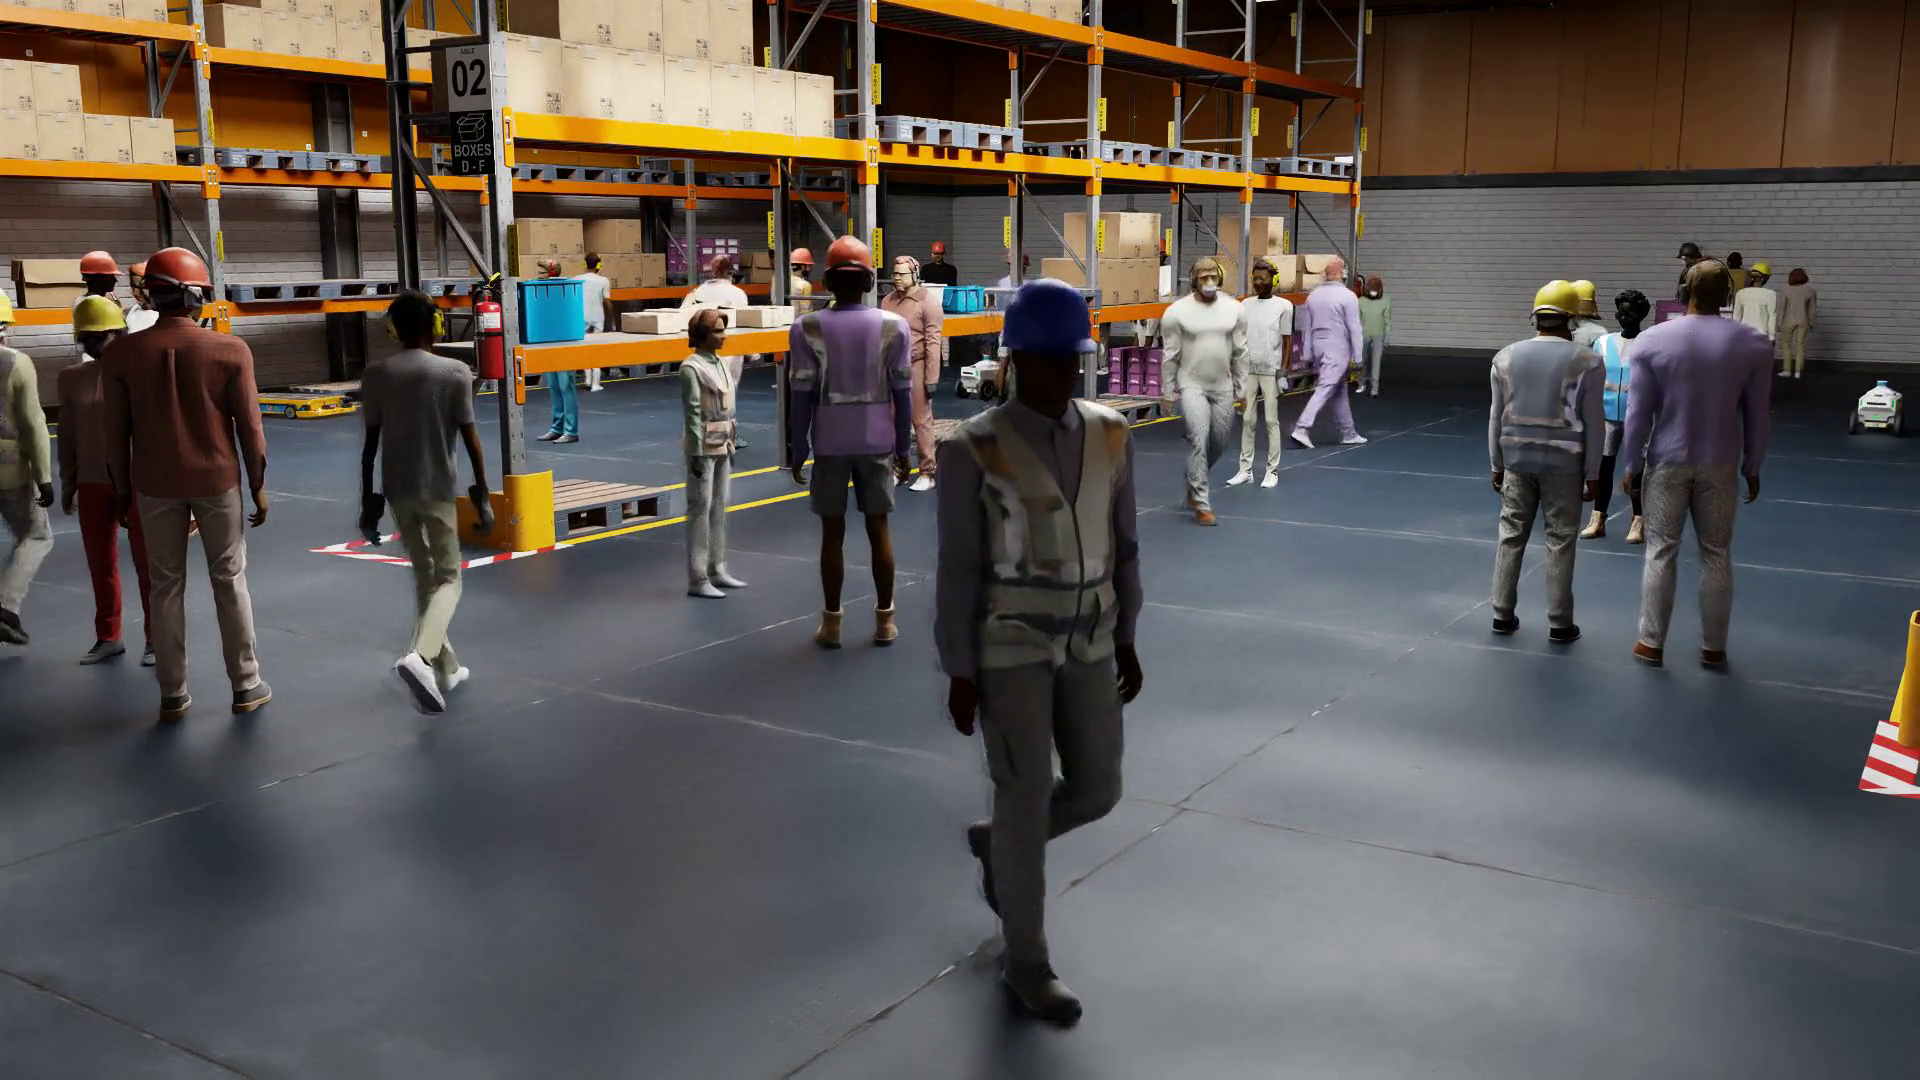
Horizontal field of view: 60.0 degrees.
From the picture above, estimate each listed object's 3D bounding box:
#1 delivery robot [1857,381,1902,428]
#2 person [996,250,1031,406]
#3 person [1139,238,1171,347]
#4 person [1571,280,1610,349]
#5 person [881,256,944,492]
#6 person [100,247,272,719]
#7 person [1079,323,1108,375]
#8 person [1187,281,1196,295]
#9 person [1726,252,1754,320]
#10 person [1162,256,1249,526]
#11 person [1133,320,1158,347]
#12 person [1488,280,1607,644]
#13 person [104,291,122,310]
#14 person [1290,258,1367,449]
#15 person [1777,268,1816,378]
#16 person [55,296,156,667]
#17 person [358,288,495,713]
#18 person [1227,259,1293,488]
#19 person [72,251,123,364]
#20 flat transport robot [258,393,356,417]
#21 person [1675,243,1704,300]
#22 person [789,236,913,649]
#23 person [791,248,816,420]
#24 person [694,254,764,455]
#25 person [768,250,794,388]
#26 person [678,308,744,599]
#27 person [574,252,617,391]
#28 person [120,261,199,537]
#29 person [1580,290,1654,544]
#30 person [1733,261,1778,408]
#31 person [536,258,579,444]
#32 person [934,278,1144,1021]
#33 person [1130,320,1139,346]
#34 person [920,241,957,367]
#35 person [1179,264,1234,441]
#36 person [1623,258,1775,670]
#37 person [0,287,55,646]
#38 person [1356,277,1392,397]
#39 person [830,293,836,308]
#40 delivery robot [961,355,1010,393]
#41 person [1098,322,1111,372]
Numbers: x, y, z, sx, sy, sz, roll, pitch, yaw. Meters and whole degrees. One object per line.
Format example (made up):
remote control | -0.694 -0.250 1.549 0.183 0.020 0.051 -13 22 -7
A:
delivery robot | 9.599 -1.417 17.343 0.477 0.478 0.707 7 12 34
person | 0.719 -2.521 19.981 0.565 1.895 0.914 8 13 37
person | 2.806 -3.217 23.453 0.607 2.044 0.377 -4 11 -20
person | 4.531 -1.048 12.283 0.514 1.725 0.488 7 13 36
person | -0.431 -1.343 13.483 0.635 1.899 0.402 10 14 43
person | -3.275 -0.236 7.080 0.623 1.987 0.394 -3 11 -15
person | 1.988 -3.444 25.030 0.367 1.928 0.584 -8 13 -36
person | 4.008 -3.763 27.422 0.540 1.698 0.317 3 11 16
person | 11.898 -3.512 25.651 0.626 1.842 0.429 3 11 17
person | 1.749 -1.088 12.017 0.636 1.914 0.798 -2 10 -9
person | 2.753 -3.335 24.542 0.337 1.882 0.585 -6 12 -28
person | 2.966 -0.394 8.429 0.591 1.823 0.405 9 13 40
person | -6.817 -1.197 13.376 0.513 1.641 0.307 1 10 5
person | 3.612 -1.818 16.244 1.007 1.854 0.656 -5 12 -27
person | 12.273 -3.170 24.444 0.529 1.595 0.541 2 11 14
person | -4.013 -0.266 7.896 0.543 1.764 0.370 0 10 1
person | -2.349 -0.167 7.190 0.543 1.827 0.849 1 10 5
person | 2.465 -1.362 13.655 0.512 1.870 0.328 7 13 36
person | -6.646 -1.266 12.932 0.547 1.938 0.379 9 14 41
flat transport robot | -7.786 -1.565 19.209 1.431 0.197 0.652 3 11 18
person | 10.591 -3.316 24.003 0.996 2.000 0.709 0 10 -1
person | -0.540 -0.477 8.275 0.614 2.039 0.395 -2 10 -10
person | -1.787 -2.306 18.719 0.383 1.930 0.560 -9 13 -40
person | -2.132 -1.743 15.721 0.651 1.885 0.763 9 13 40
person | -2.421 -3.017 22.606 0.428 1.943 0.647 -5 11 -27
person | -1.433 -0.496 9.488 0.308 1.638 0.522 3 11 15
person | -4.902 -2.935 22.392 0.570 1.854 0.536 1 10 6
person | -5.441 -0.939 11.300 0.572 1.873 0.358 1 10 7
person | 4.455 -0.822 11.140 0.540 1.695 0.317 8 13 39
person | 9.583 -2.463 20.045 0.330 1.765 0.533 -7 13 -35
person | -4.003 -1.885 16.628 0.392 1.842 0.564 -9 13 -40
person | 0.171 0.267 4.460 0.625 1.928 0.594 -6 12 -32
person | 2.822 -3.476 25.185 0.552 1.932 0.377 5 12 27
person | -0.349 -3.764 26.611 0.609 1.996 0.383 0 10 1
person | 2.522 -1.899 16.916 0.615 1.780 0.720 -1 10 -7
person | 3.460 -0.350 7.852 0.635 1.937 0.353 3 11 16
person | -4.744 -0.326 8.094 0.677 1.809 0.435 0 10 -1
person | 5.360 -2.655 21.718 0.512 1.545 1.008 2 10 13
person | -1.426 -2.656 20.939 0.430 1.834 0.626 -4 11 -20
delivery robot | 0.347 -2.116 21.212 0.707 0.478 0.477 -10 14 -44
person | 2.249 -3.406 25.619 0.310 1.638 0.523 0 10 -1
